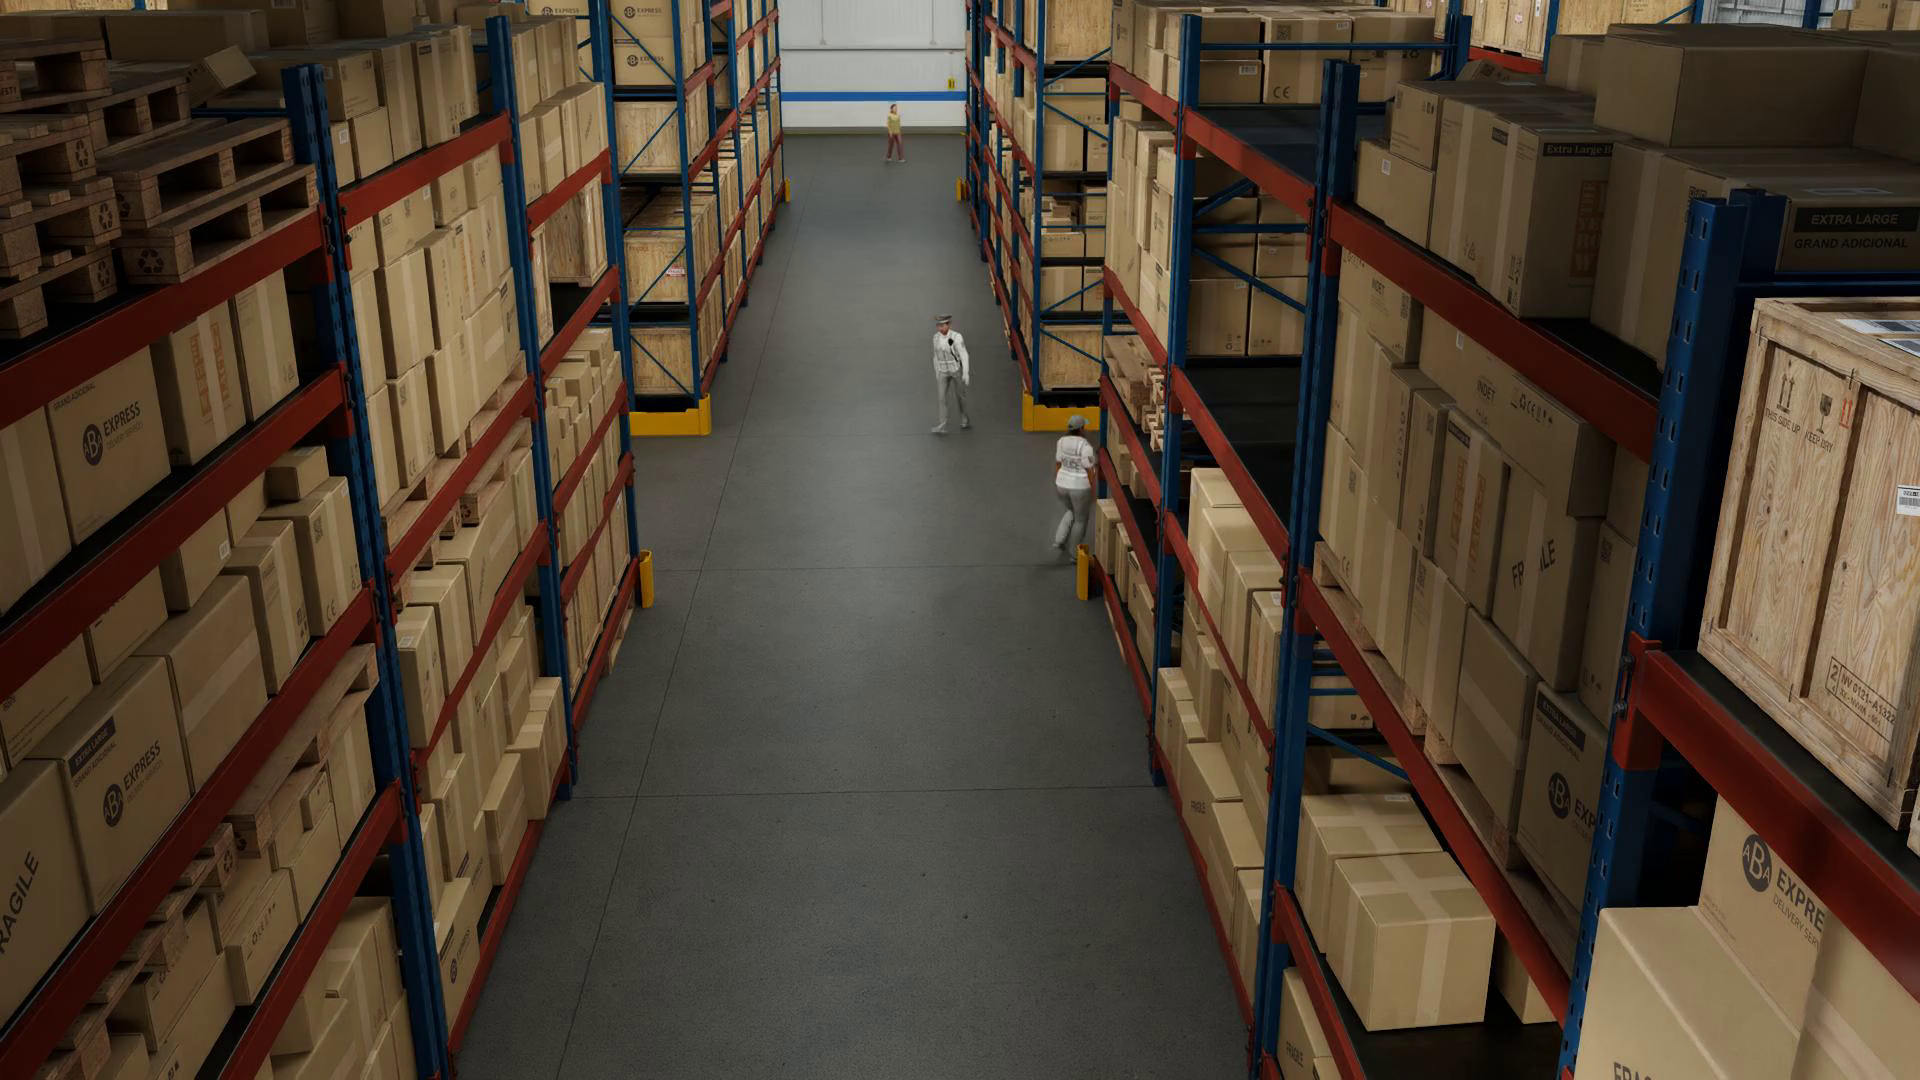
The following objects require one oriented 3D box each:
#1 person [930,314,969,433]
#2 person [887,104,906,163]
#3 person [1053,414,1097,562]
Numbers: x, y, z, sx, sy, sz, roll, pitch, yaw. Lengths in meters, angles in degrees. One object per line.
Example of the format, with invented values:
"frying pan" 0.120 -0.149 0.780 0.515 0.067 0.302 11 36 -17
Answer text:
"person" -0.130 -2.289 22.774 0.556 1.619 0.882 4 21 12
"person" -1.882 -11.791 48.241 0.450 1.635 0.916 -8 22 -20
"person" 1.292 -0.564 18.122 0.434 1.670 0.491 -18 27 -40
